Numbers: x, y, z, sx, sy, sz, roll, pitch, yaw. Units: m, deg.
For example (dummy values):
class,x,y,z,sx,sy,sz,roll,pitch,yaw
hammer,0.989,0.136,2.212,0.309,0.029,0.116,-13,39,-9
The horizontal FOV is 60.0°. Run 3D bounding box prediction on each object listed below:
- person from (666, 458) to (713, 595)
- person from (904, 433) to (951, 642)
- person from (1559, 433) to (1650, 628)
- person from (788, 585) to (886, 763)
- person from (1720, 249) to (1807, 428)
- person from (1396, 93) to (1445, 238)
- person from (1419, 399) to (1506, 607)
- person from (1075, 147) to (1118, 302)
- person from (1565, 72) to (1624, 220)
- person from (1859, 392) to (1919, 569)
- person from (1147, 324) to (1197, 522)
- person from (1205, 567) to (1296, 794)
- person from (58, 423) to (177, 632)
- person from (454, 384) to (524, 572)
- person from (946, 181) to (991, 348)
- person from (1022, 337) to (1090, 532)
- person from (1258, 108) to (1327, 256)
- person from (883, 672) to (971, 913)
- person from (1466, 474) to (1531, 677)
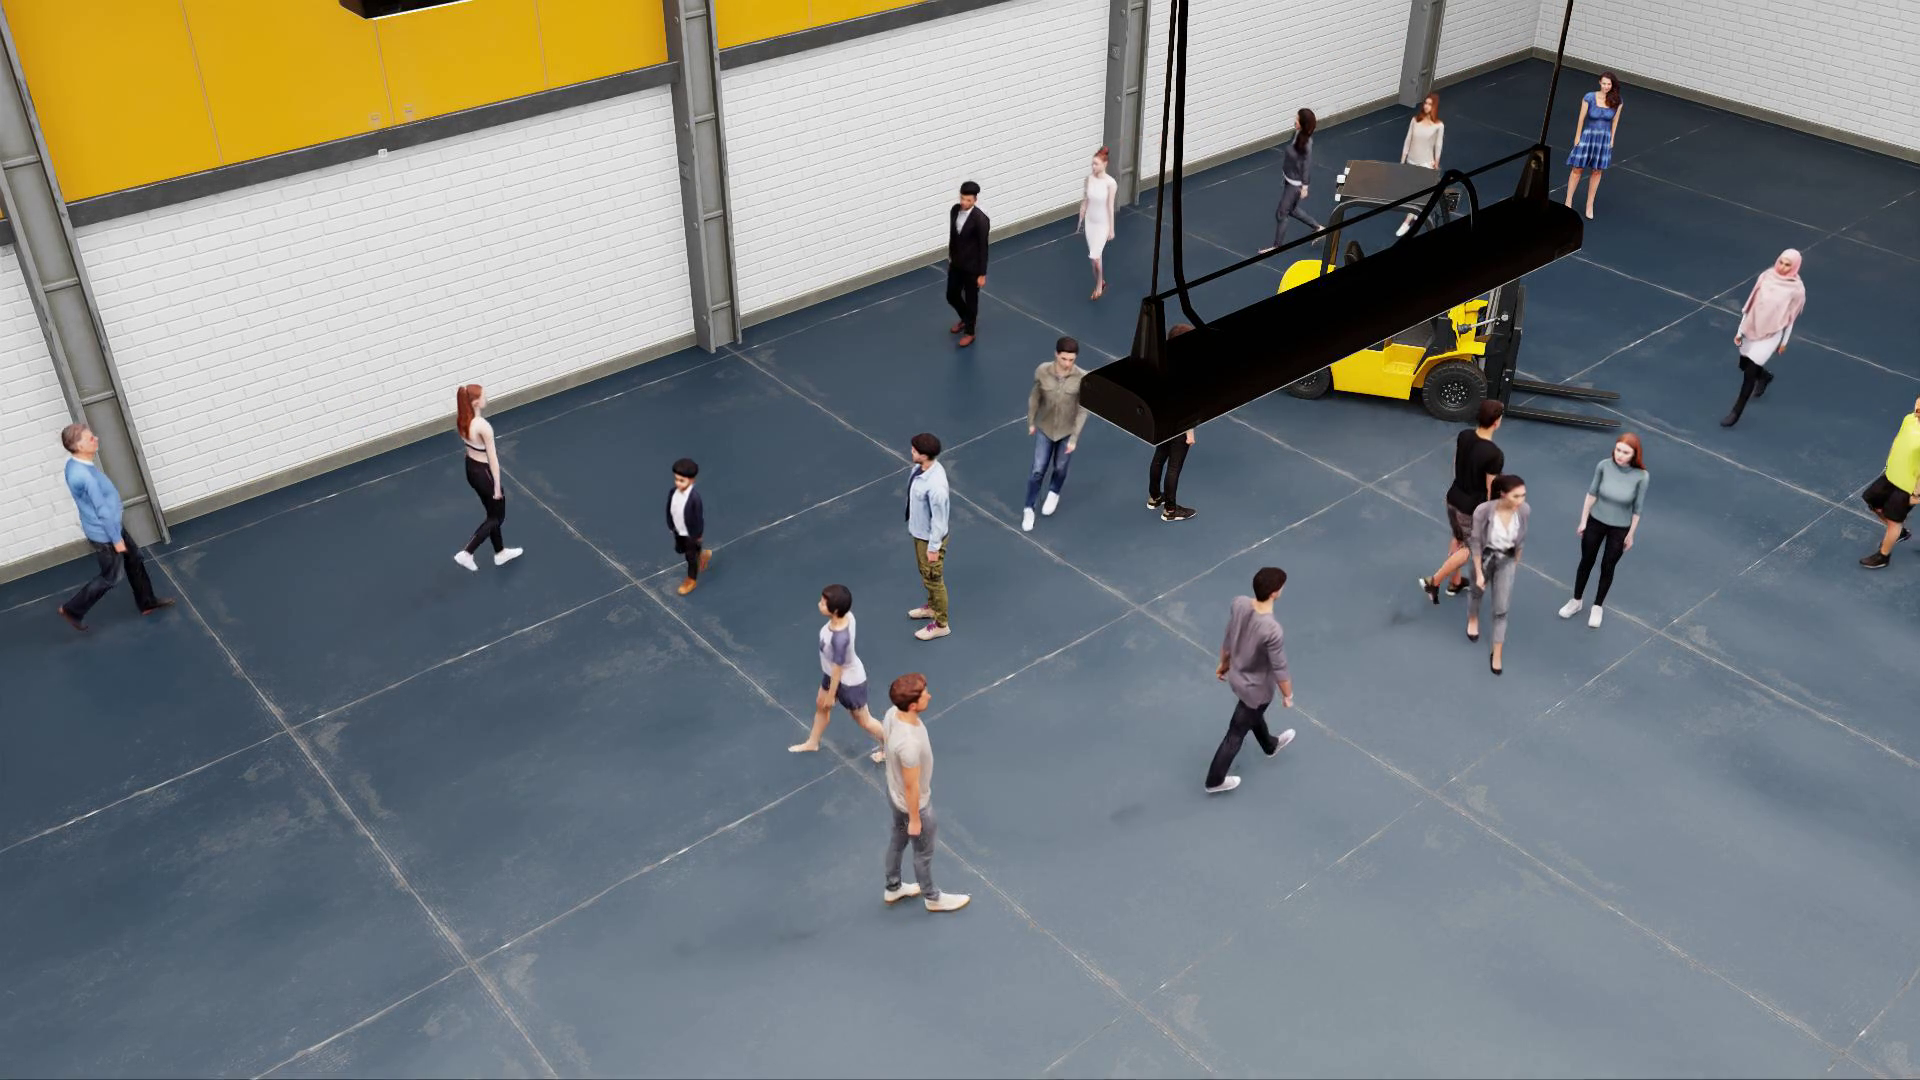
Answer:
class,x,y,z,sx,sy,sz,roll,pitch,yaw
person,-2.228,-0.152,13.765,0.577,1.217,0.728,24,40,31
person,-0.232,-0.043,13.066,0.750,1.809,0.762,-6,34,-9
person,5.143,-0.089,13.196,0.635,1.742,0.598,22,39,29
person,-0.747,0.980,11.789,1.114,1.517,0.963,-2,34,-3
person,7.754,-1.979,16.004,1.085,1.780,0.656,-23,40,-31
person,5.542,-4.547,19.949,0.706,1.689,1.127,26,41,33
person,4.030,-0.276,13.388,1.028,1.841,0.817,-15,37,-21
person,1.578,-3.444,18.207,0.624,1.781,0.602,-29,43,-36
person,7.700,-4.792,20.213,0.749,1.806,0.786,6,34,9
person,7.966,-0.528,13.899,0.895,1.694,0.825,-4,34,-6
person,1.866,-1.047,14.538,0.648,1.851,0.720,-15,36,-21
person,1.935,1.006,11.486,1.165,1.810,0.894,-14,36,-21
person,-6.840,-0.066,13.113,1.108,1.795,0.761,-19,38,-26
person,-4.022,-0.461,13.769,0.683,1.726,0.931,24,41,32
person,0.101,-2.890,17.302,0.718,1.860,0.792,-22,40,-30
person,0.884,-1.004,14.499,1.029,1.824,1.122,11,35,15
person,3.964,-4.156,19.312,1.152,1.744,0.973,-5,34,-7
person,-0.362,1.611,10.496,0.890,1.899,0.829,-8,34,-12
person,4.095,0.154,12.929,1.014,1.633,1.057,2,34,3
